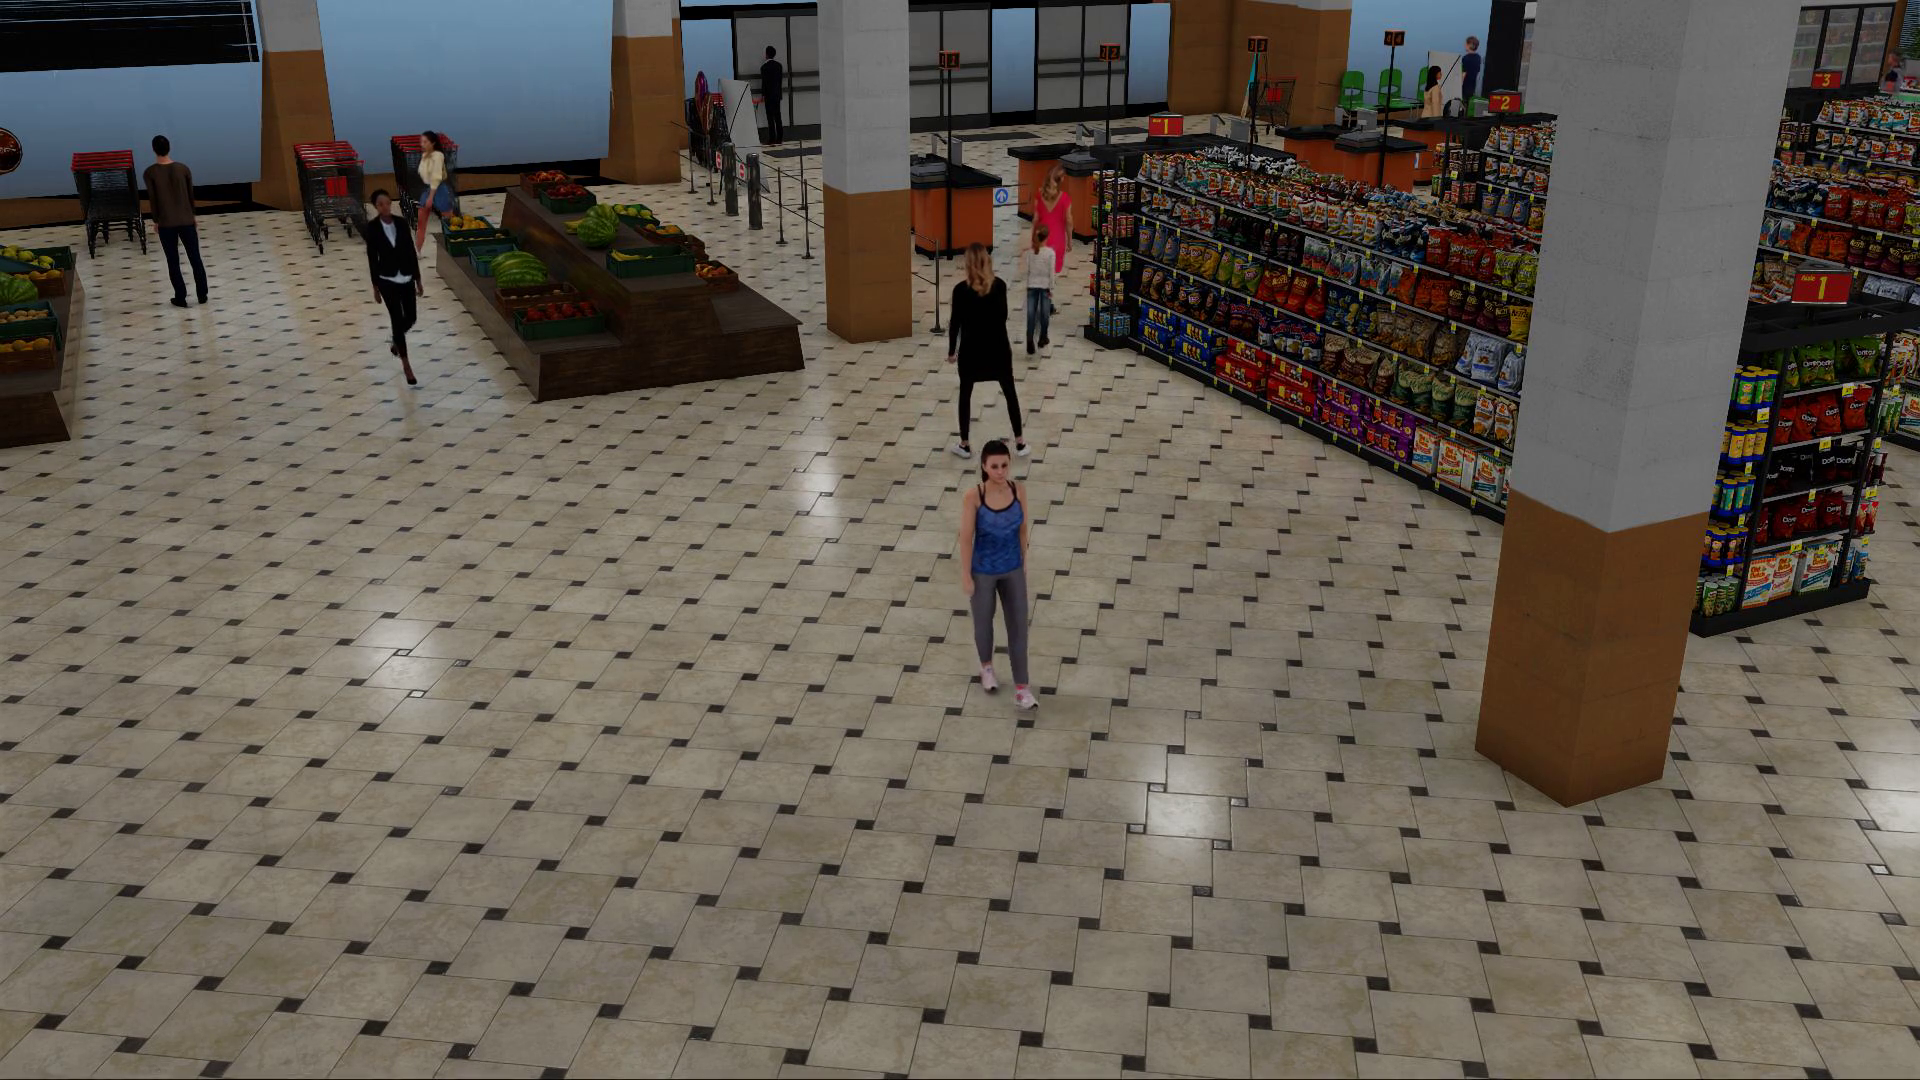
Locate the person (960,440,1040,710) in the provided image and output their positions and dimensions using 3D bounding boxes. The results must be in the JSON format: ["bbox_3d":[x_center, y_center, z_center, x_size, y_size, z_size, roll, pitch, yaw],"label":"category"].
[{"bbox_3d":[0.189,0.161,9.710,0.689,1.586,0.958,-6,23,-14],"label":"person"}]

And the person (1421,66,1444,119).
[{"bbox_3d":[7.620,-6.818,26.948,0.761,1.682,0.602,-1,22,-2],"label":"person"}]

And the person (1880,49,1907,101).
[{"bbox_3d":[15.716,-7.275,27.959,1.283,1.776,1.010,20,29,40],"label":"person"}]

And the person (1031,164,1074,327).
[{"bbox_3d":[0.919,-3.117,17.712,0.903,1.702,0.910,12,25,27],"label":"person"}]

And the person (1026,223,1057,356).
[{"bbox_3d":[0.775,-2.504,16.734,0.841,1.293,0.927,6,23,14],"label":"person"}]

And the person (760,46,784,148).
[{"bbox_3d":[-3.328,-7.878,29.528,0.686,1.727,0.710,17,27,36],"label":"person"}]

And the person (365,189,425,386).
[{"bbox_3d":[-5.384,-2.424,15.840,0.731,1.811,1.108,-15,26,-32],"label":"person"}]

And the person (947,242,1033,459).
[{"bbox_3d":[0.167,-1.538,13.665,0.944,1.790,0.868,-4,22,-10],"label":"person"}]

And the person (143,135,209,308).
[{"bbox_3d":[-8.761,-3.565,18.576,0.701,1.888,0.652,-16,27,-34],"label":"person"}]
